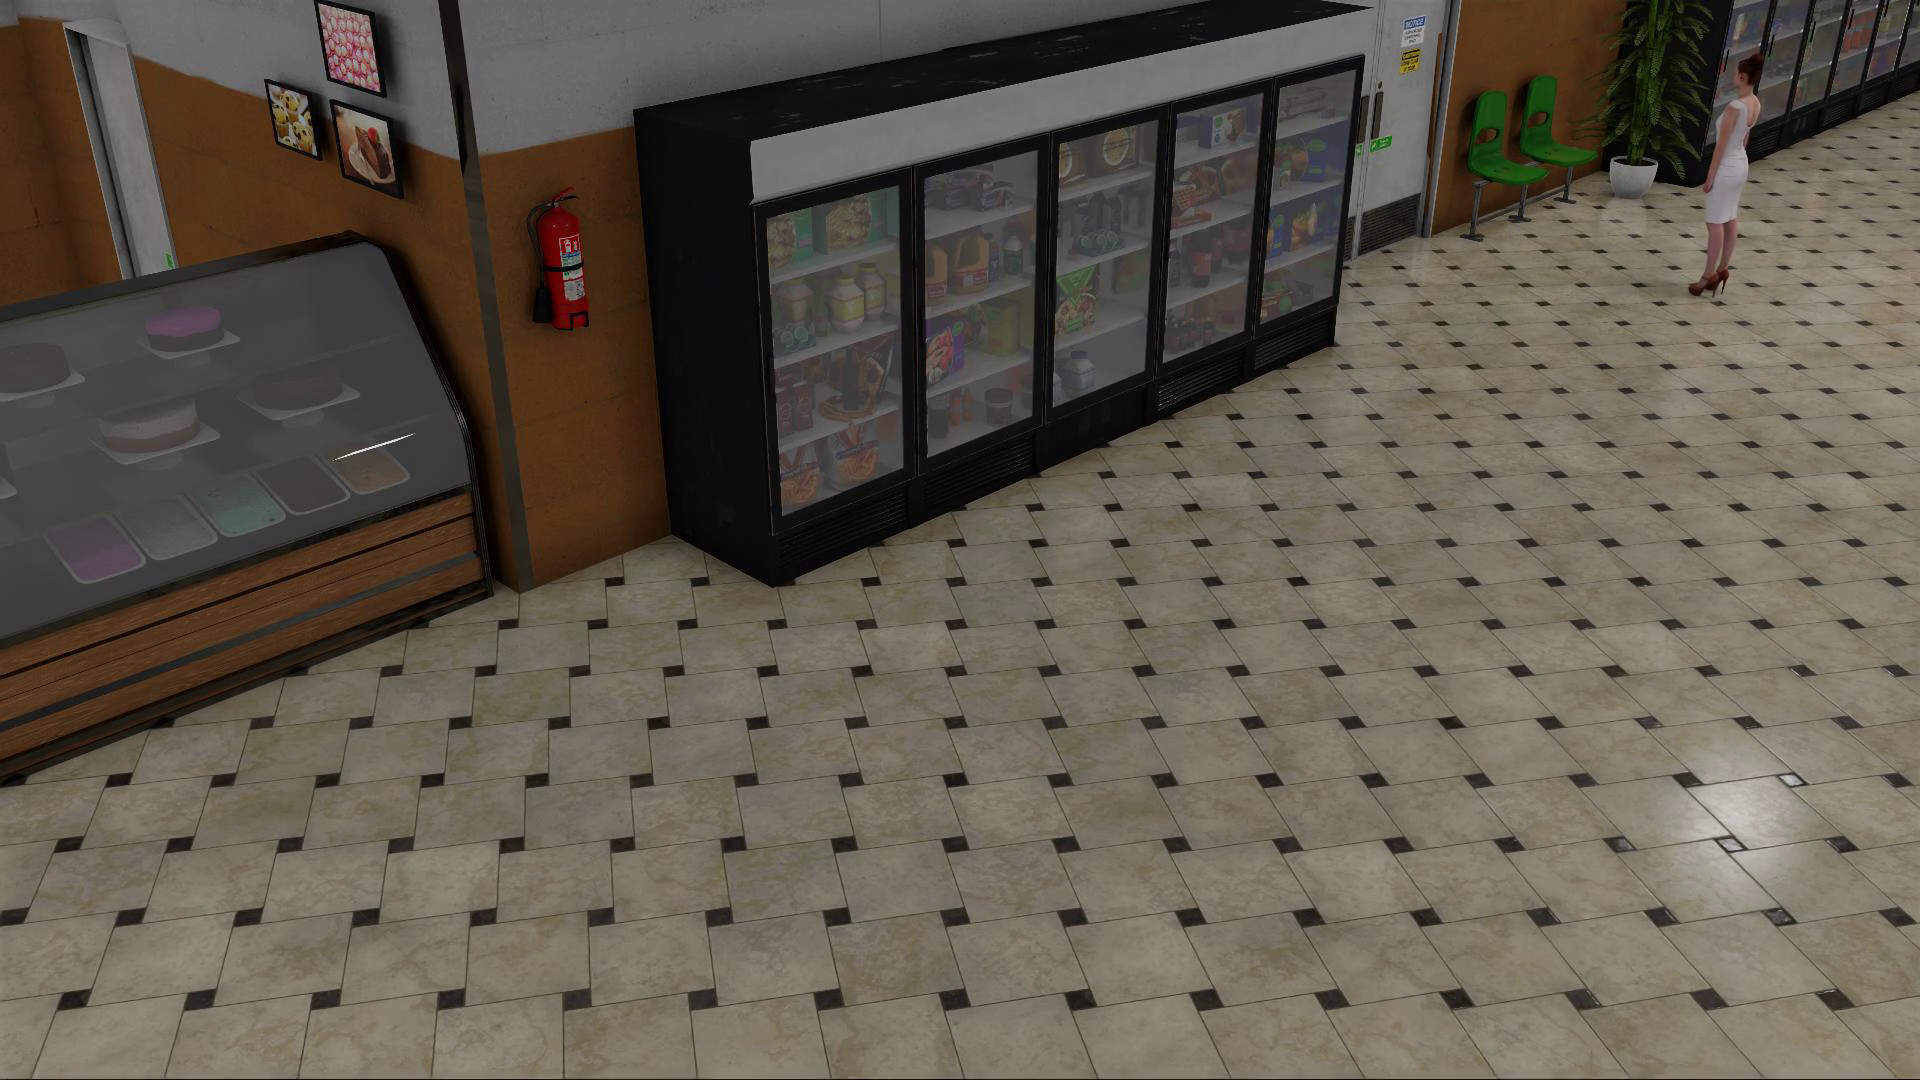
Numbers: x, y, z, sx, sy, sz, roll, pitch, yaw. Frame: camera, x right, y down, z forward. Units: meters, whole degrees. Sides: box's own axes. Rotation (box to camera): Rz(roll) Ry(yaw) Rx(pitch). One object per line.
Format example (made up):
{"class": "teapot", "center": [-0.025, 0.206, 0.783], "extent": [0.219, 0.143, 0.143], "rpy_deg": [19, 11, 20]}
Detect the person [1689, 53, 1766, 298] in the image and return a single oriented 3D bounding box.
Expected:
{"class": "person", "center": [5.724, -2.704, 12.376], "extent": [0.569, 1.794, 0.507], "rpy_deg": [-21, 33, -35]}
